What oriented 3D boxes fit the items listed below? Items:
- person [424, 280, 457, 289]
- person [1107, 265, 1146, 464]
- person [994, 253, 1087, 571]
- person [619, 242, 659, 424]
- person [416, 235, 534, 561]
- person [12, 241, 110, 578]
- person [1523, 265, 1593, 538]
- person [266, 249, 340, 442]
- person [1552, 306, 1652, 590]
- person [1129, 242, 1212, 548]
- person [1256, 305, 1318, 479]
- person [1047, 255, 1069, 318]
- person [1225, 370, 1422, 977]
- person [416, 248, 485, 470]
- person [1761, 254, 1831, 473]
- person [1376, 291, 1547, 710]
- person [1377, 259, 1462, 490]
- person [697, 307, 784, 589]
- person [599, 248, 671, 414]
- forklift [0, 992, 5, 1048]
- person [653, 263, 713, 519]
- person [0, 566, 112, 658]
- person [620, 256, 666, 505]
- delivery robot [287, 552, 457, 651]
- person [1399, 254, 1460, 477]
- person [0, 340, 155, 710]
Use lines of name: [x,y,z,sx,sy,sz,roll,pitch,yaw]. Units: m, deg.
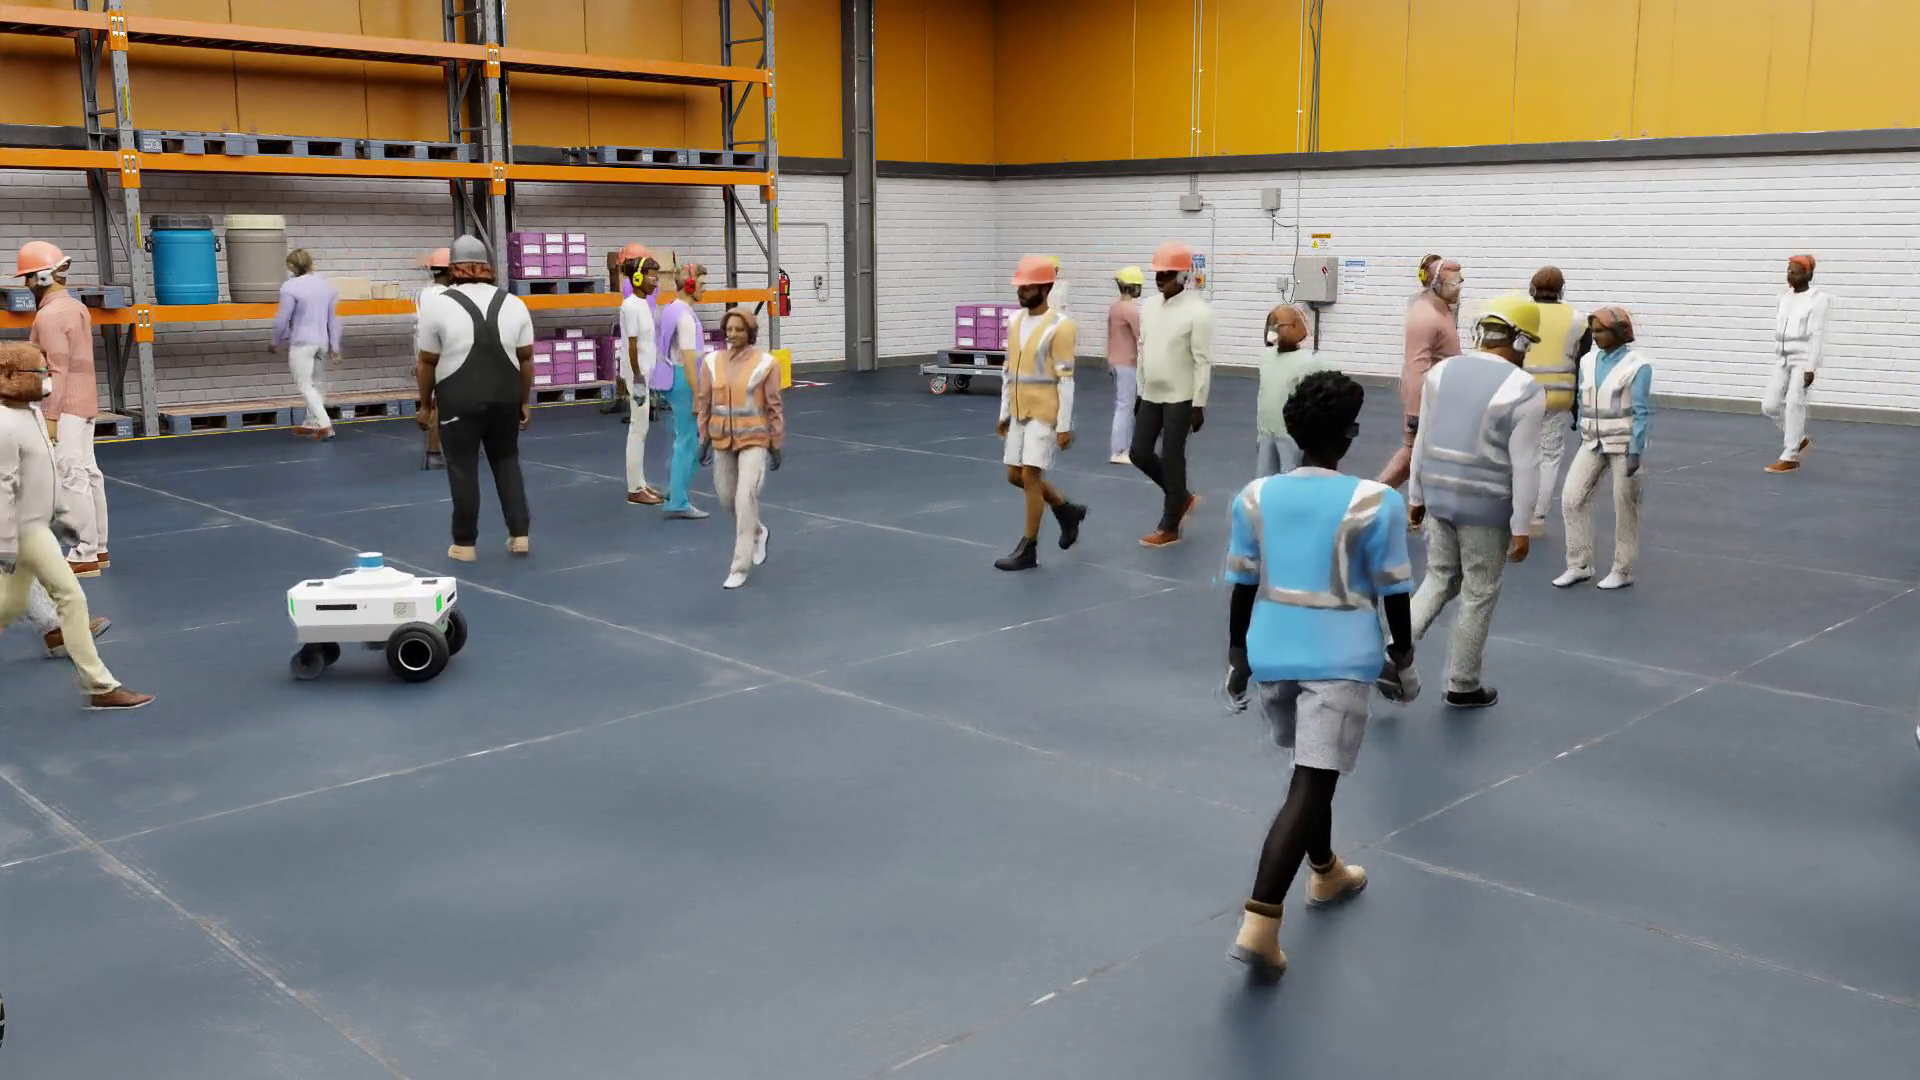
person: [-5.504,-2.184,17.980,0.541,1.856,0.328,-2,11,-13]
person: [1.537,-1.547,14.769,0.451,1.761,0.540,-3,11,-17]
person: [0.511,-0.780,10.137,0.686,1.921,0.570,-8,13,-36]
person: [-3.469,-2.221,17.927,0.347,1.943,0.545,4,11,20]
person: [-3.030,-0.881,10.349,0.692,2.000,0.536,-8,13,-37]
person: [-5.313,-0.763,9.852,0.391,1.986,0.609,-2,11,-12]
person: [3.859,-0.909,11.085,0.640,1.824,0.453,2,11,13]
person: [-6.427,-1.910,16.370,0.754,1.892,0.624,3,11,18]
person: [3.635,-0.506,9.423,0.608,1.613,0.542,-5,12,-27]
person: [1.389,-0.936,10.810,0.496,1.979,0.646,-8,13,-37]
person: [2.031,-0.622,10.118,0.568,1.619,0.503,-5,12,-26]
person: [1.218,-2.940,22.361,0.525,1.758,0.405,-3,11,-18]
person: [0.974,0.351,4.687,0.526,1.655,0.894,10,14,43]
person: [-4.391,-1.571,14.489,0.549,1.907,0.797,10,15,44]
person: [7.136,-1.495,14.168,0.460,1.865,0.580,-3,11,-17]
person: [2.106,-0.131,6.939,0.625,1.793,0.641,-7,12,-33]
person: [3.098,-0.939,11.154,0.769,1.888,0.670,3,11,18]
person: [-1.265,-0.567,9.779,0.520,1.613,0.741,4,11,19]
person: [-3.660,-2.393,19.034,0.559,1.894,1.001,9,14,41]
forklift: [-3.245,0.323,3.363,2.313,2.155,1.214,2,11,13]
person: [-1.947,-1.047,11.839,0.464,1.821,0.603,-3,11,-17]
person: [-4.565,-0.310,7.635,1.010,1.888,0.629,-3,11,-17]
person: [-2.402,-1.203,12.591,0.327,1.865,0.518,-1,10,-5]
delivery robot: [-2.715,0.301,7.700,0.707,0.478,0.477,-1,10,-5]
person: [3.921,-1.446,13.909,0.534,1.864,0.310,-3,11,-18]
person: [-3.950,-0.045,7.001,0.841,1.593,0.513,-3,11,-18]
